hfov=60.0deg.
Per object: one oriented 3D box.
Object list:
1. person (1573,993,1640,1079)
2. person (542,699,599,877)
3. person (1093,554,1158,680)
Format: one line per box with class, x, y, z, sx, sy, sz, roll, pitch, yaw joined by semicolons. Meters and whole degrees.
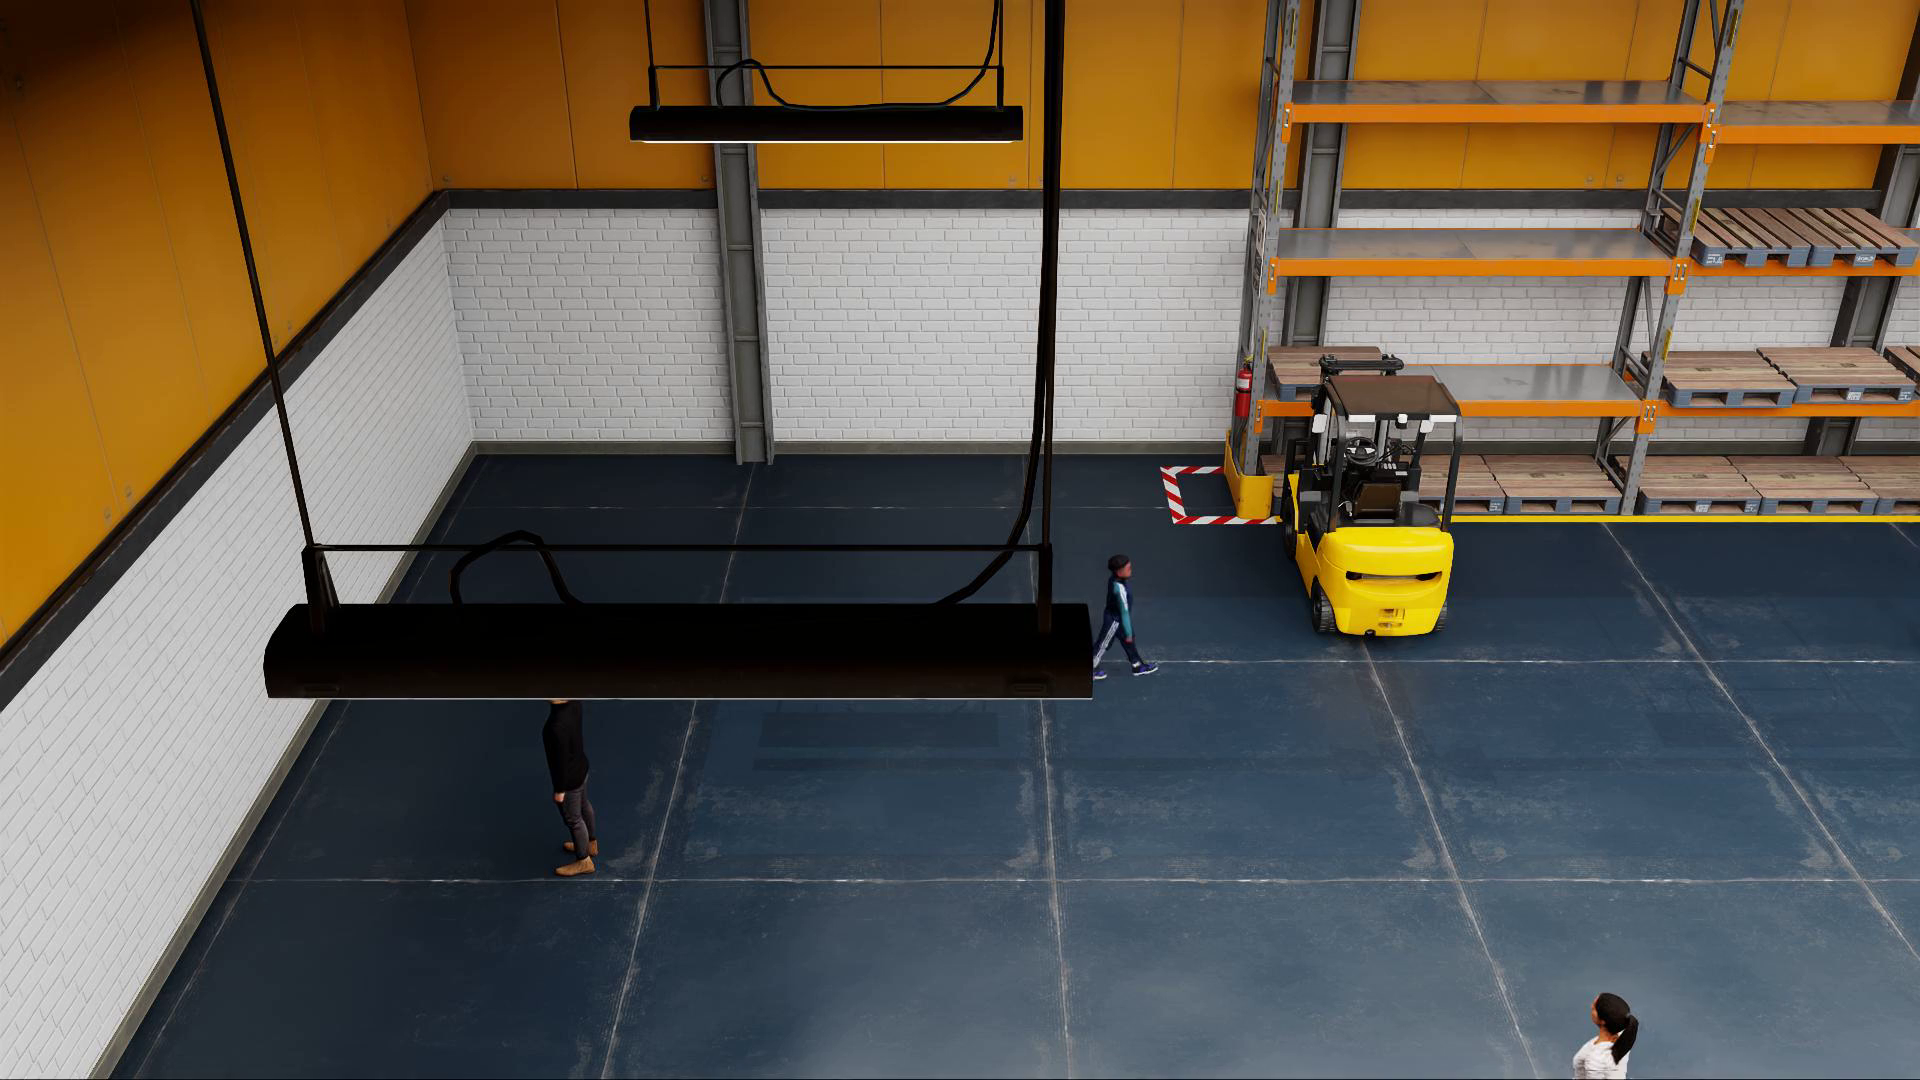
person;3.648;3.259;9.345;1.107;1.602;1.120;-22;35;-34
person;-2.852;1.675;12.122;0.535;1.722;0.649;1;29;2
person;1.299;0.691;14.445;0.880;1.226;0.523;1;29;1
